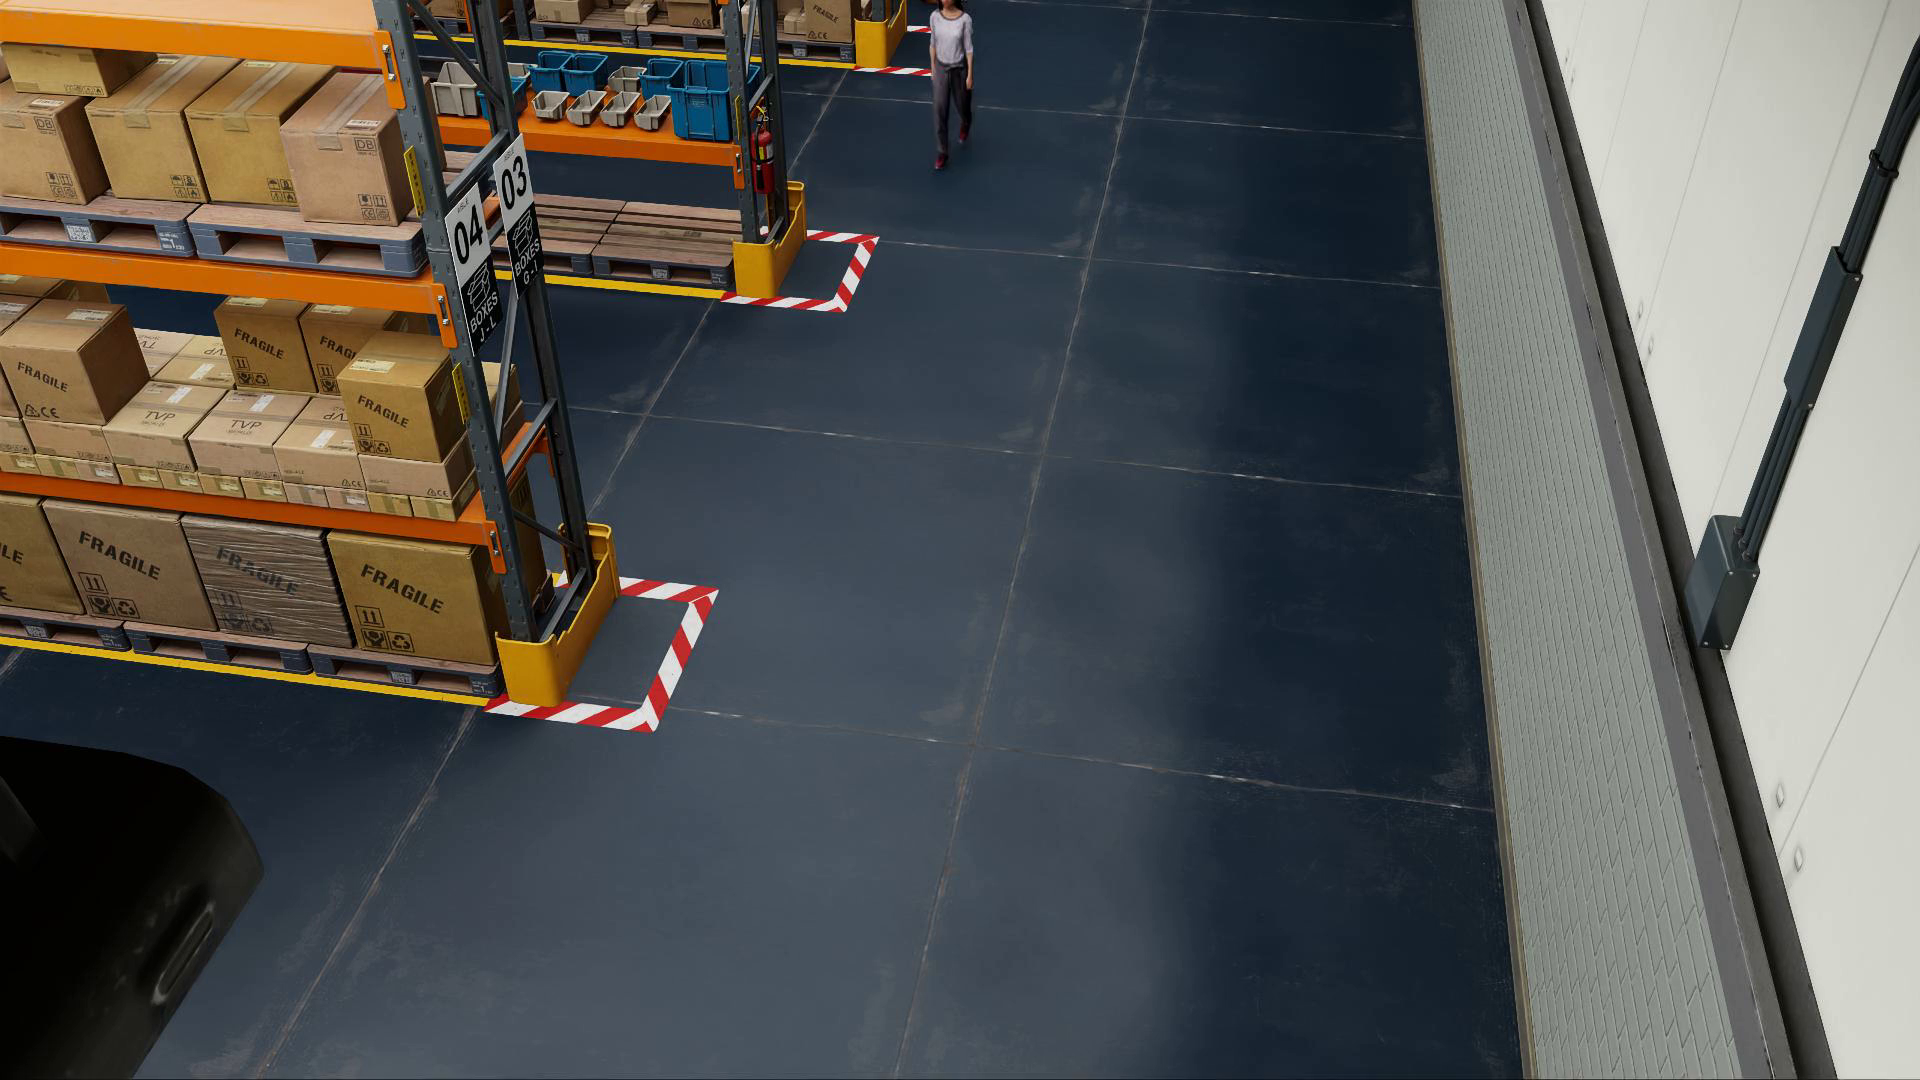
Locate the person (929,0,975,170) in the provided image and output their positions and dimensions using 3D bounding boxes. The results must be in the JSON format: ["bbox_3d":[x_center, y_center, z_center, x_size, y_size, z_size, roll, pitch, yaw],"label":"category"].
[{"bbox_3d":[-0.036,-4.383,15.491,0.998,1.708,0.733,10,39,12],"label":"person"}]
